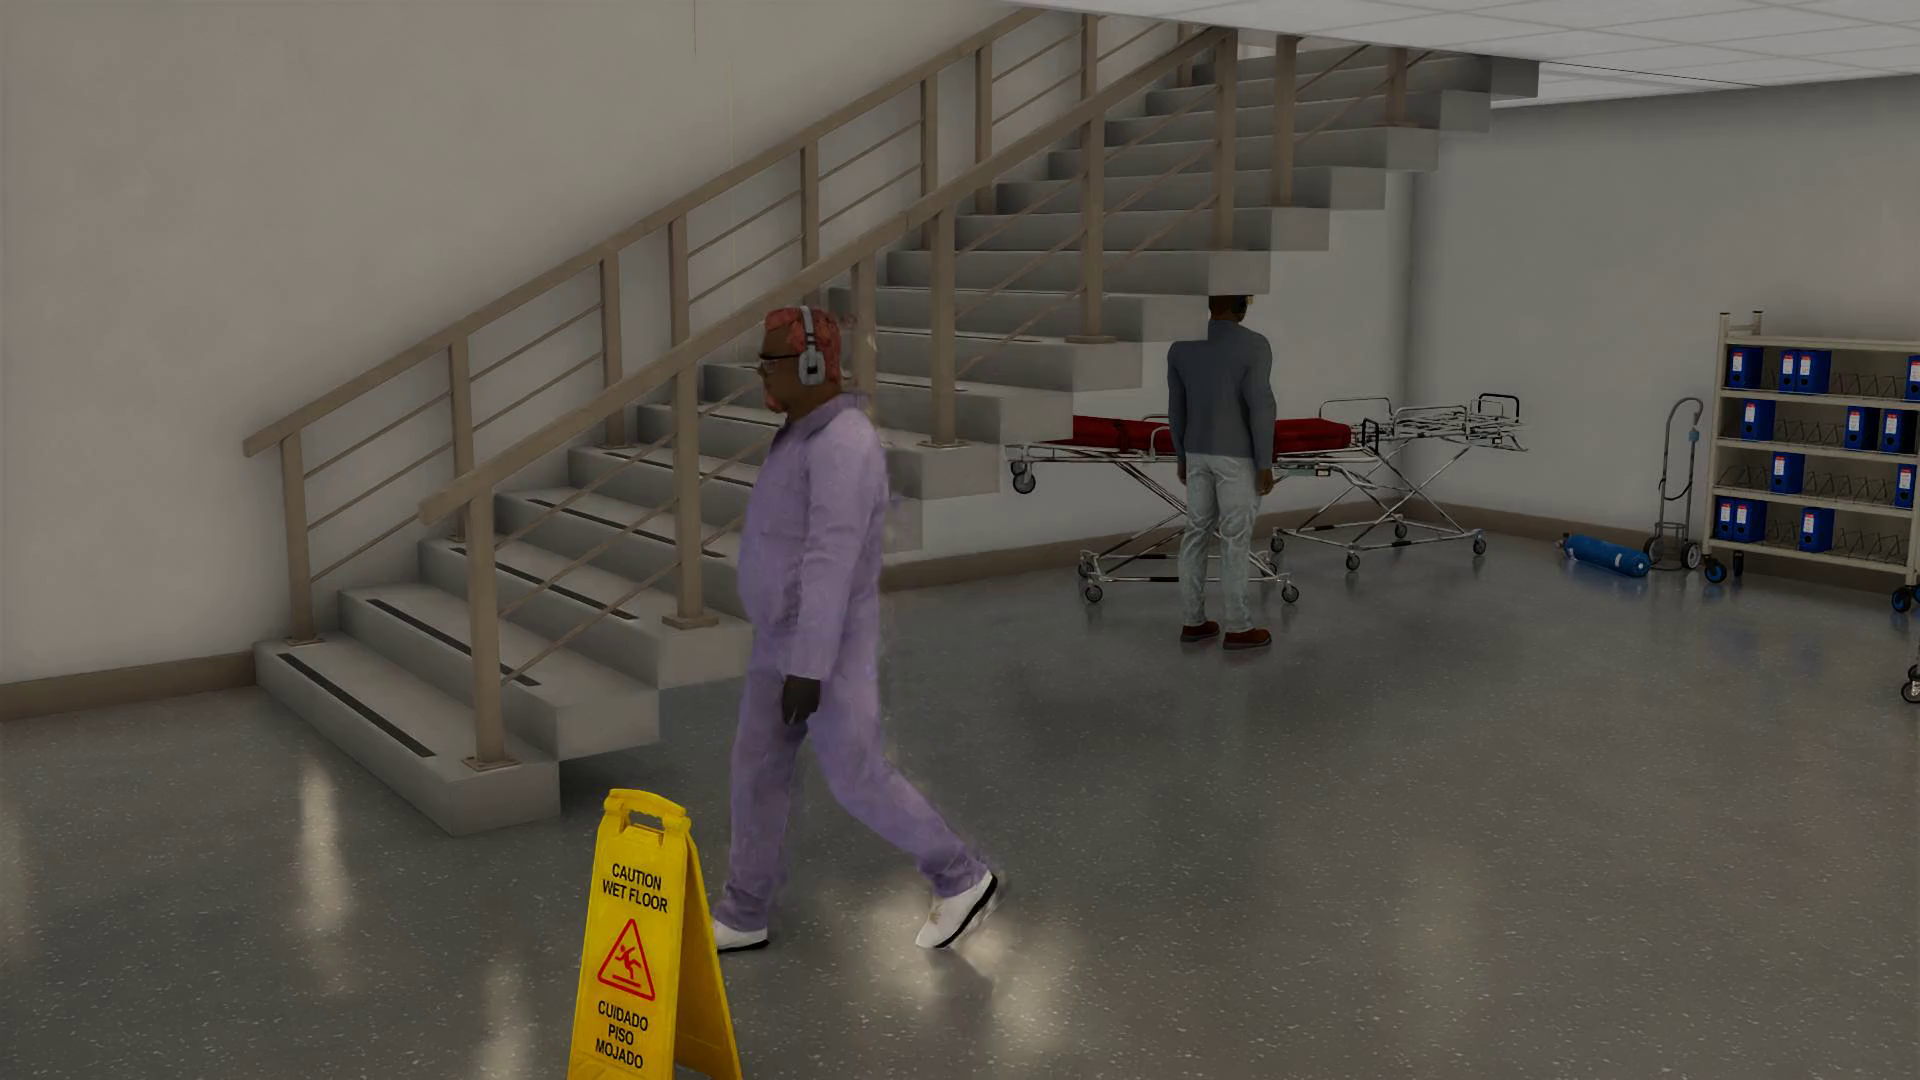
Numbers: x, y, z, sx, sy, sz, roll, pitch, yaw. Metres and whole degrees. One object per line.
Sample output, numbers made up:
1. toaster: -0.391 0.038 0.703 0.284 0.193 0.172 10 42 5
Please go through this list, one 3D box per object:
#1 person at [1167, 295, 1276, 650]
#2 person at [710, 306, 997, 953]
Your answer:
1. person: 1.341 -0.411 8.501 0.371 1.941 0.627 -10 14 -44
2. person: -0.366 0.277 4.727 0.902 1.876 0.639 -4 11 -22
